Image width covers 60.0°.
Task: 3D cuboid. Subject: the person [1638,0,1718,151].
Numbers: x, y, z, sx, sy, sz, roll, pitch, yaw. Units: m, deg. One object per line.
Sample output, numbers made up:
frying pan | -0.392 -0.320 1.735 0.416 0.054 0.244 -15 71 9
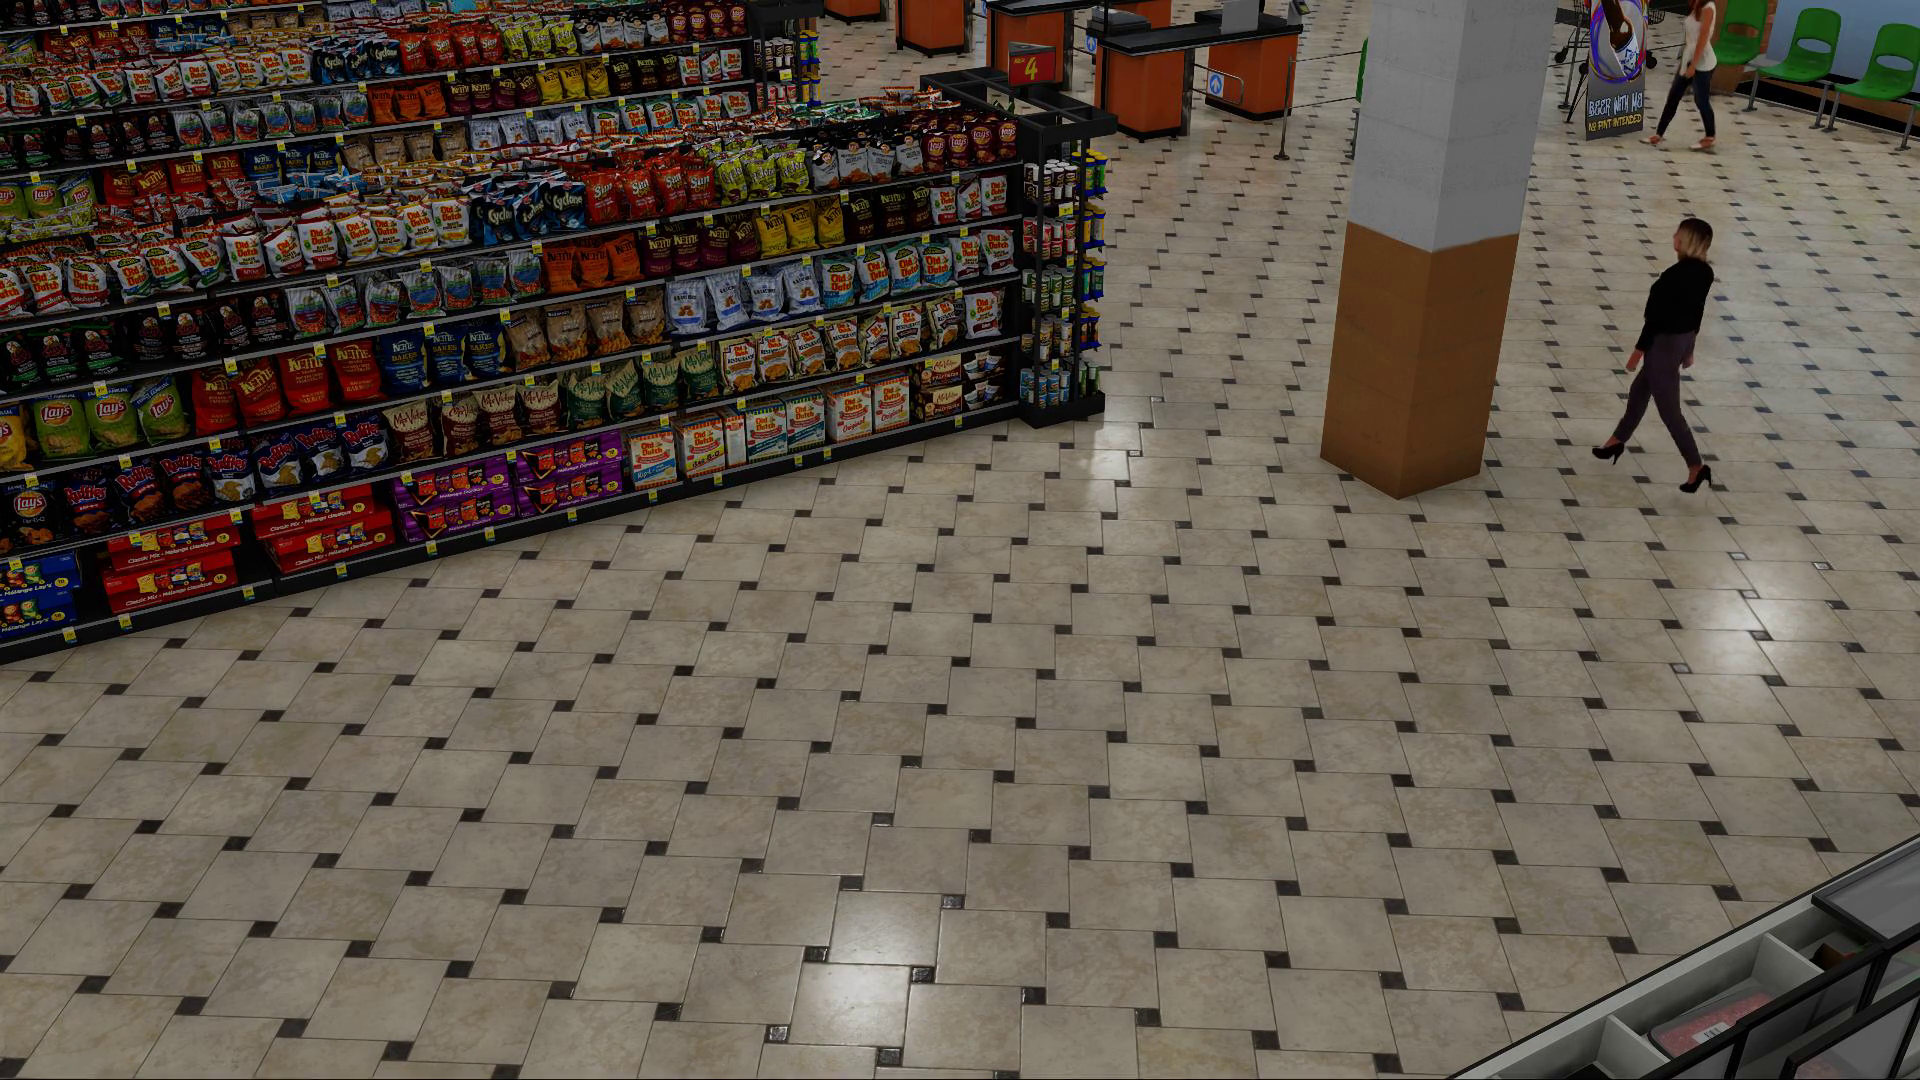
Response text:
person | 7.344 -4.688 16.368 1.114 1.744 0.883 0 29 0

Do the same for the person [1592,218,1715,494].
person | 4.245 -1.031 9.794 1.016 1.627 0.782 -22 35 -34
